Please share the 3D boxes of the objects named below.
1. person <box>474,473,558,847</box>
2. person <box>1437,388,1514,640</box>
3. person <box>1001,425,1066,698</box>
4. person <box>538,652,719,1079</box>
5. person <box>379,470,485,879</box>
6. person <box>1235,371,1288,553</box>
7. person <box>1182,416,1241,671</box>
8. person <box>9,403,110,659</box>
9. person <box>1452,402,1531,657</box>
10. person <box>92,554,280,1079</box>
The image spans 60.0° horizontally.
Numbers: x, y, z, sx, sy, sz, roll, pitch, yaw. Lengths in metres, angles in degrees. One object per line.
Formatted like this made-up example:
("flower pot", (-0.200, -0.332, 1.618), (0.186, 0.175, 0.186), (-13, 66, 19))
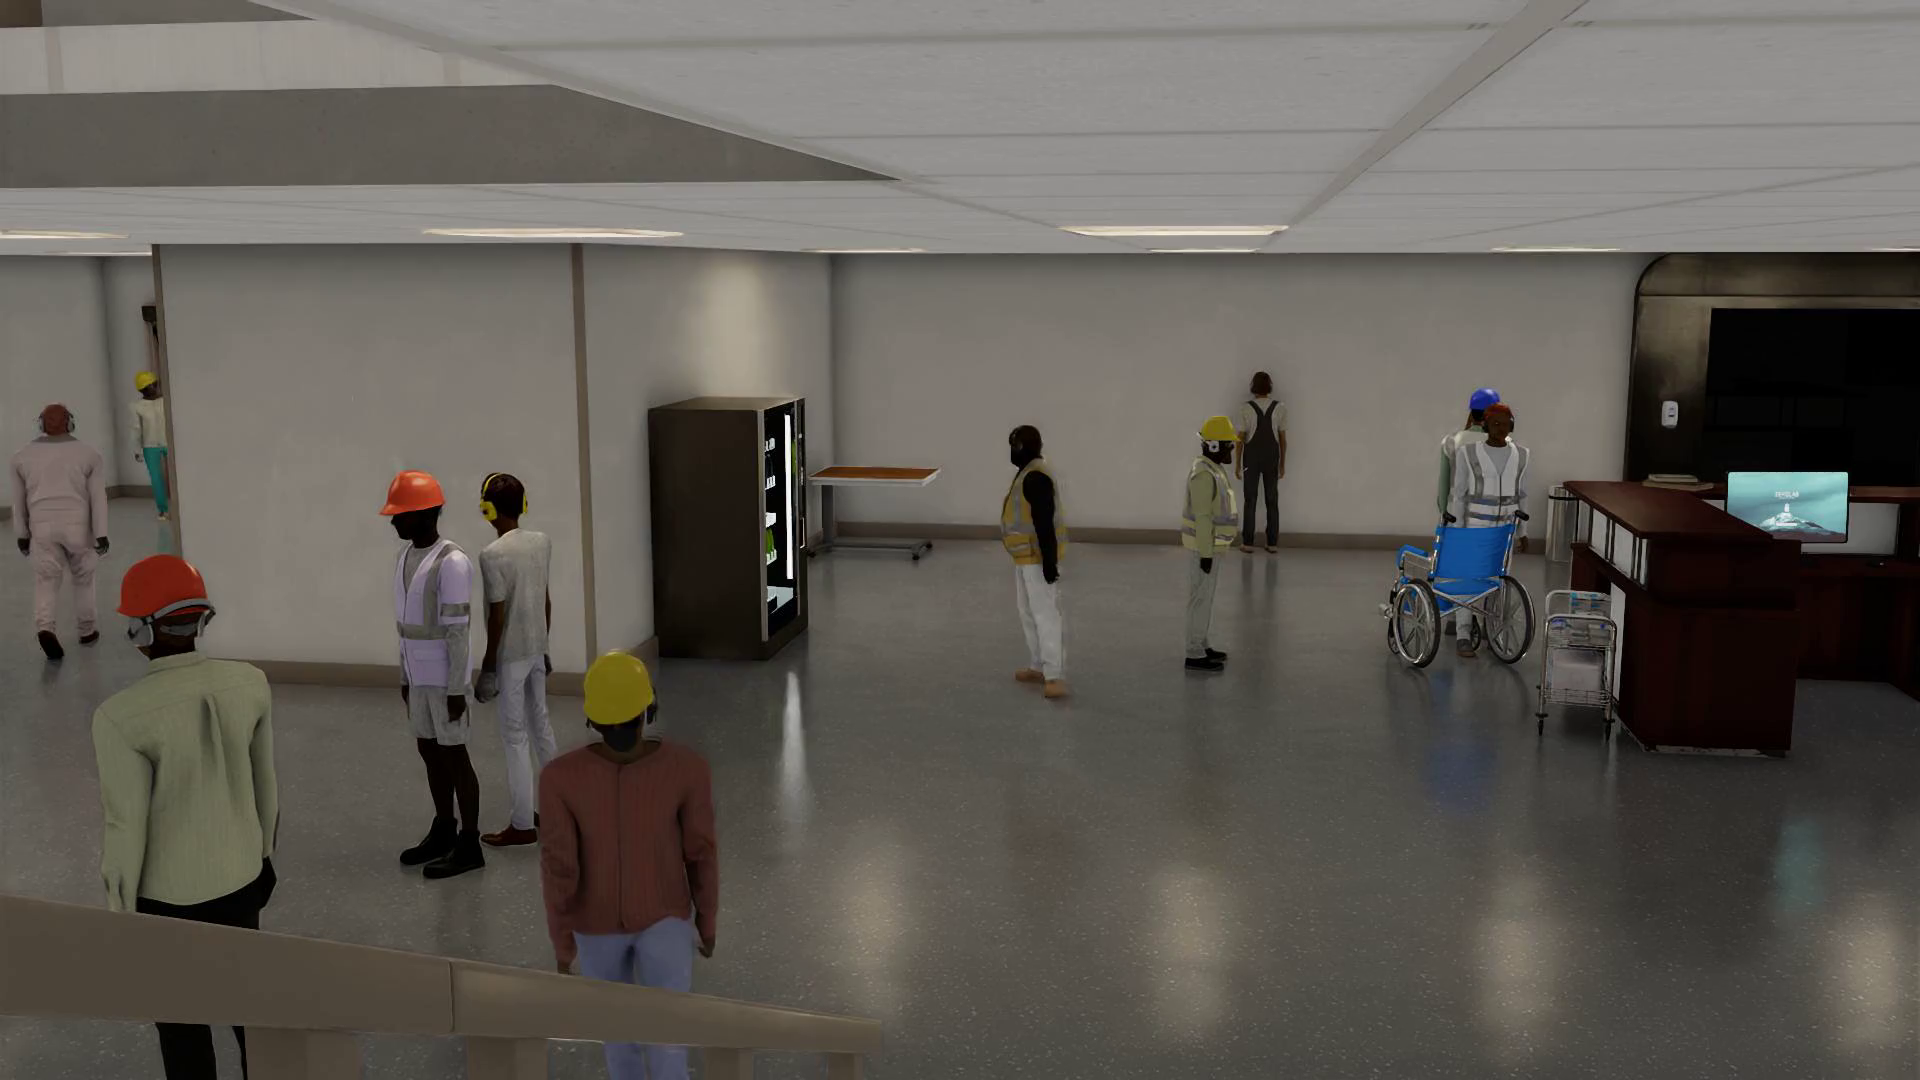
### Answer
("person", (-2.206, 0.593, 8.235), (0.328, 1.865, 0.517), (4, 10, 22))
("person", (4.011, -0.205, 12.893), (0.615, 1.945, 0.404), (7, 12, 38))
("person", (0.502, 0.140, 11.251), (0.434, 1.807, 0.774), (-1, 9, -6))
("person", (-0.982, 1.188, 4.942), (0.516, 1.733, 0.744), (-1, 9, -4))
("person", (-2.498, 0.628, 7.834), (0.539, 1.929, 0.384), (8, 12, 41))
("person", (3.029, -0.774, 16.751), (0.508, 1.840, 0.346), (0, 9, -1))
("person", (1.790, 0.020, 11.903), (0.404, 1.824, 0.594), (2, 9, 13))
("person", (-6.704, -0.078, 12.387), (0.655, 1.870, 0.944), (-3, 10, -17))
("person", (3.914, -0.072, 12.269), (0.573, 1.883, 0.354), (-1, 9, -5))
("person", (-2.378, 1.029, 5.135), (0.396, 1.992, 0.622), (4, 10, 25))
